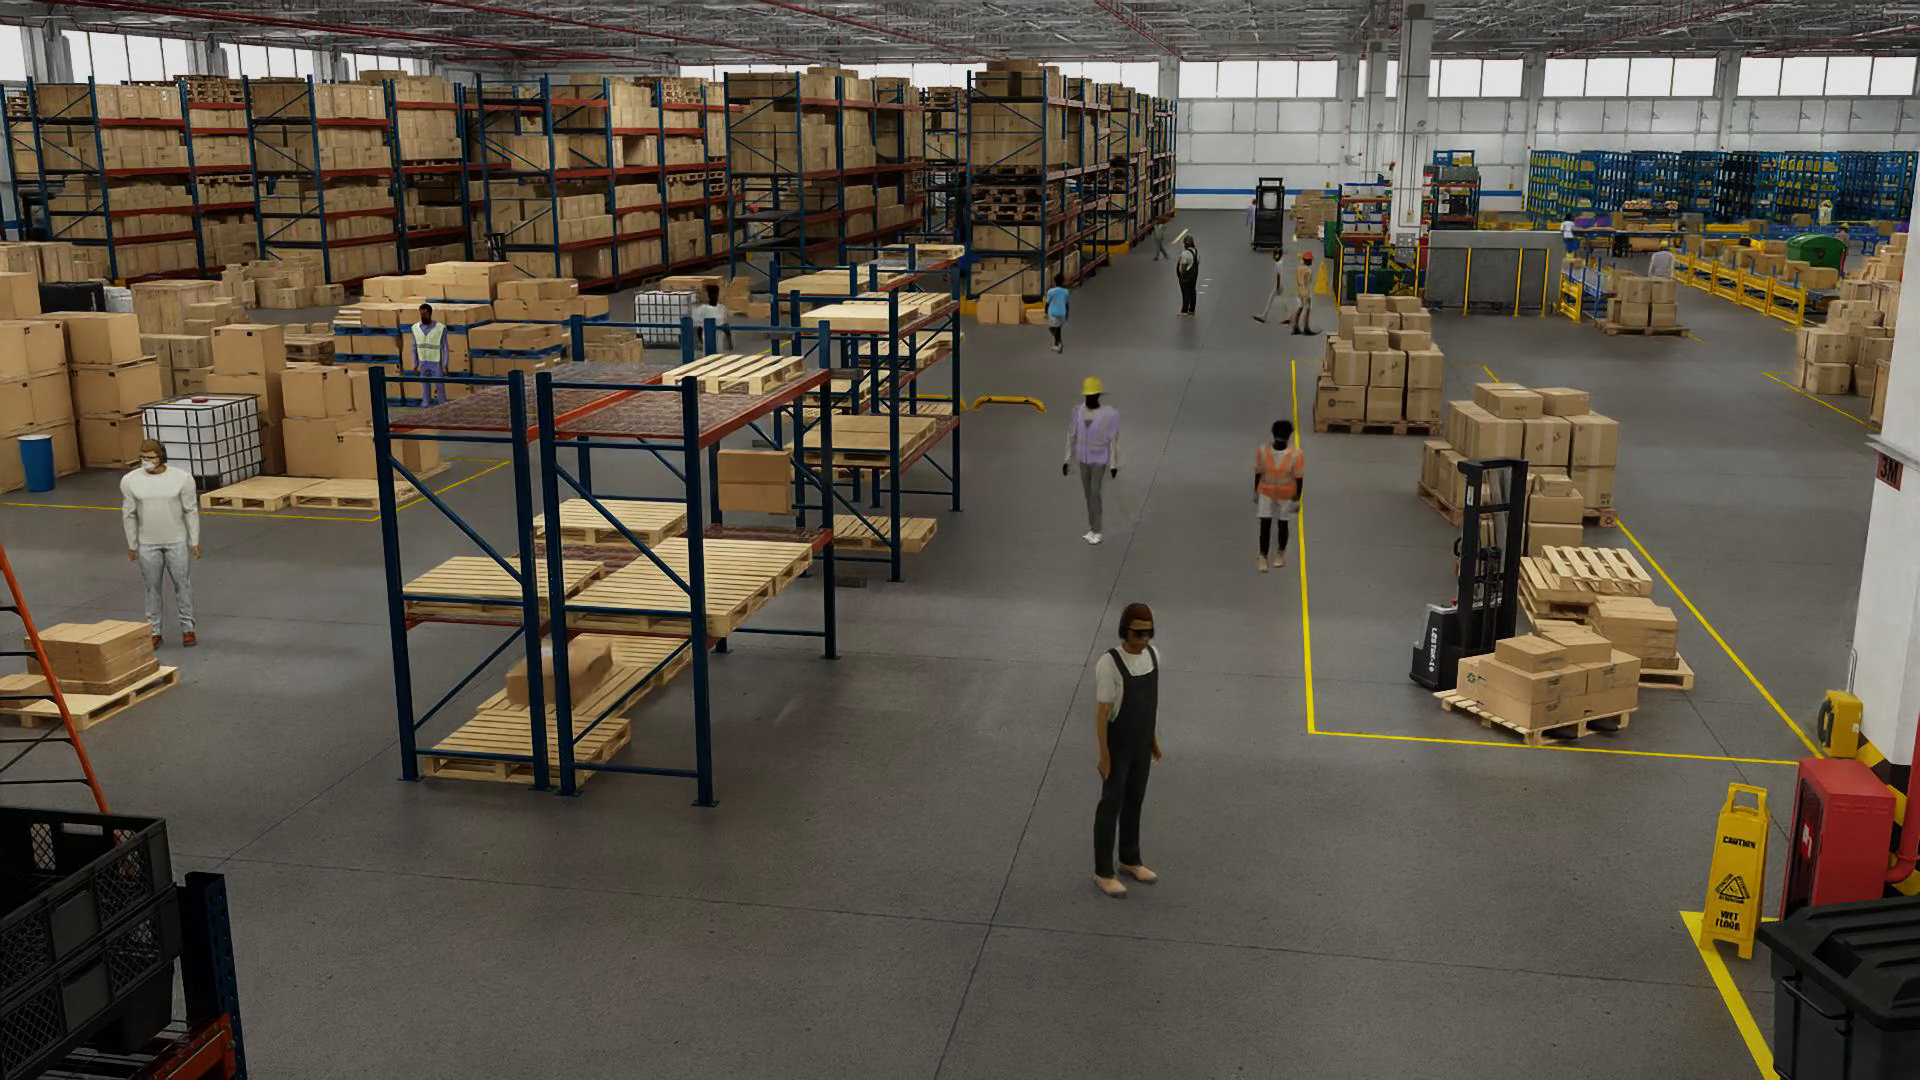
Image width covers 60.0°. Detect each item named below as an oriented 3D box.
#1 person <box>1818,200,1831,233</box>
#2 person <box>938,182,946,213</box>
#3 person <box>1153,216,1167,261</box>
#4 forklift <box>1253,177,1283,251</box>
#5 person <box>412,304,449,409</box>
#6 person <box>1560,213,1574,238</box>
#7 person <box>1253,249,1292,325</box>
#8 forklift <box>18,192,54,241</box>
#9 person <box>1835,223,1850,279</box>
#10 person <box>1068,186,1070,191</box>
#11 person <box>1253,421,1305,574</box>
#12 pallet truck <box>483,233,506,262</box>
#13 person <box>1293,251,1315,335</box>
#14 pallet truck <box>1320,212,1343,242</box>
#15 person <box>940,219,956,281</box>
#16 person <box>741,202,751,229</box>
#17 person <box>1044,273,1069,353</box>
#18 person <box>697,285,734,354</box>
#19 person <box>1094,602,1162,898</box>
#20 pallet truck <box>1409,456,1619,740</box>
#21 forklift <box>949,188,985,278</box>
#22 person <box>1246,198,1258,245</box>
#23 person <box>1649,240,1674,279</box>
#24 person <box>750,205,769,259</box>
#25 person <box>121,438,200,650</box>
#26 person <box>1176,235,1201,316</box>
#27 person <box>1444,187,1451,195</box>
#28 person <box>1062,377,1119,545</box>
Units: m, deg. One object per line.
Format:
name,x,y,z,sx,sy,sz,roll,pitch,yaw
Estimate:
person,35.728,-13.143,68.749,0.404,1.821,0.600,-4,14,-15
person,-0.985,-19.523,94.793,0.565,1.748,0.339,-5,15,-21
person,7.240,-10.895,60.049,0.659,1.603,0.501,-10,17,-34
forklift,12.083,-12.747,64.956,1.129,2.768,1.873,3,14,10
person,-8.502,-2.847,26.759,0.590,1.911,0.391,2,14,7
person,22.028,-11.024,60.429,0.545,1.689,0.361,-2,14,-8
person,7.640,-6.123,40.242,0.996,1.818,0.547,8,16,30
forklift,-27.470,-9.000,49.743,1.129,2.768,1.873,3,14,10
person,27.872,-9.136,52.590,0.311,1.768,0.524,-7,16,-27
person,5.523,-17.122,84.925,0.636,1.816,0.718,2,14,7
person,3.350,-0.460,17.562,0.552,1.645,0.854,4,14,17
pallet truck,-11.832,-7.026,43.548,1.885,1.965,0.823,8,16,28
person,7.925,-5.658,38.130,0.372,1.937,0.548,-6,15,-23
pallet truck,15.874,-13.227,70.310,0.680,1.201,1.601,10,17,35
person,-0.308,-9.049,51.957,0.639,1.904,0.407,-8,16,-29
person,-9.546,-14.460,73.922,0.564,1.896,0.906,0,14,-1
person,2.077,-4.775,35.055,0.534,1.677,0.706,-7,15,-25
person,-4.302,-3.551,29.560,0.731,1.942,0.610,12,19,41
person,1.037,1.265,10.203,0.508,1.842,0.336,-12,18,-40
pallet truck,4.504,0.400,13.395,0.823,1.965,1.885,-6,15,-23
forklift,0.334,-9.738,52.739,1.129,2.768,1.873,3,14,10
person,12.048,-13.037,68.166,0.644,1.905,0.981,6,15,23
person,18.473,-6.996,43.814,0.599,1.811,0.746,2,14,8
person,-7.390,-11.197,60.510,0.860,1.980,0.687,7,15,25
person,-7.197,0.029,15.034,0.627,1.936,0.373,-4,14,-17
person,5.733,-6.692,42.103,0.536,2.000,0.676,12,18,40
person,23.533,-16.152,80.606,0.380,1.991,0.625,-9,17,-33
person,1.461,-0.903,18.864,0.611,1.902,0.644,10,17,36
